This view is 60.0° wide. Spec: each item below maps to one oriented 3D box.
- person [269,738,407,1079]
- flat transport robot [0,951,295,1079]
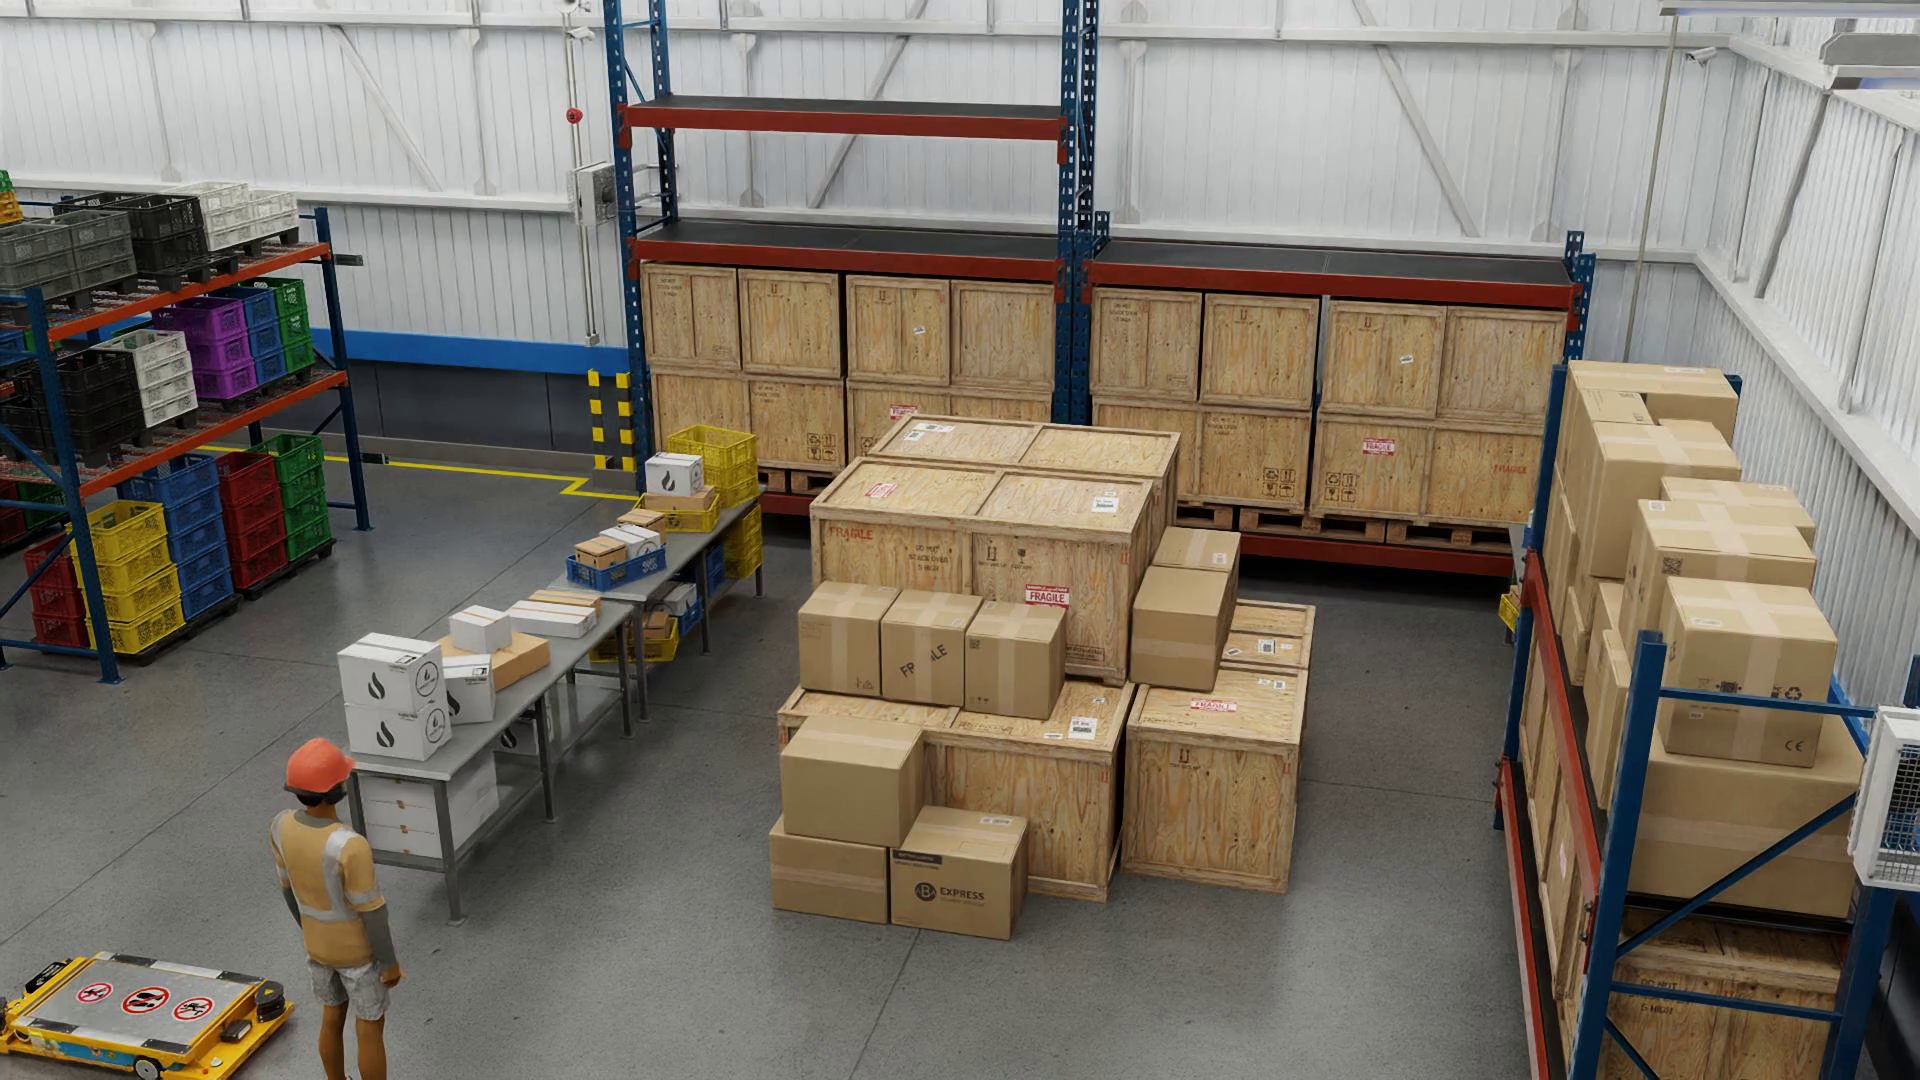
[{"bbox_3d":[-2.846,1.849,7.720,0.607,2.048,0.365,11,24,27],"label":"person"},{"bbox_3d":[-4.270,2.464,8.601,1.431,0.231,0.659,5,22,13],"label":"flat transport robot"}]
